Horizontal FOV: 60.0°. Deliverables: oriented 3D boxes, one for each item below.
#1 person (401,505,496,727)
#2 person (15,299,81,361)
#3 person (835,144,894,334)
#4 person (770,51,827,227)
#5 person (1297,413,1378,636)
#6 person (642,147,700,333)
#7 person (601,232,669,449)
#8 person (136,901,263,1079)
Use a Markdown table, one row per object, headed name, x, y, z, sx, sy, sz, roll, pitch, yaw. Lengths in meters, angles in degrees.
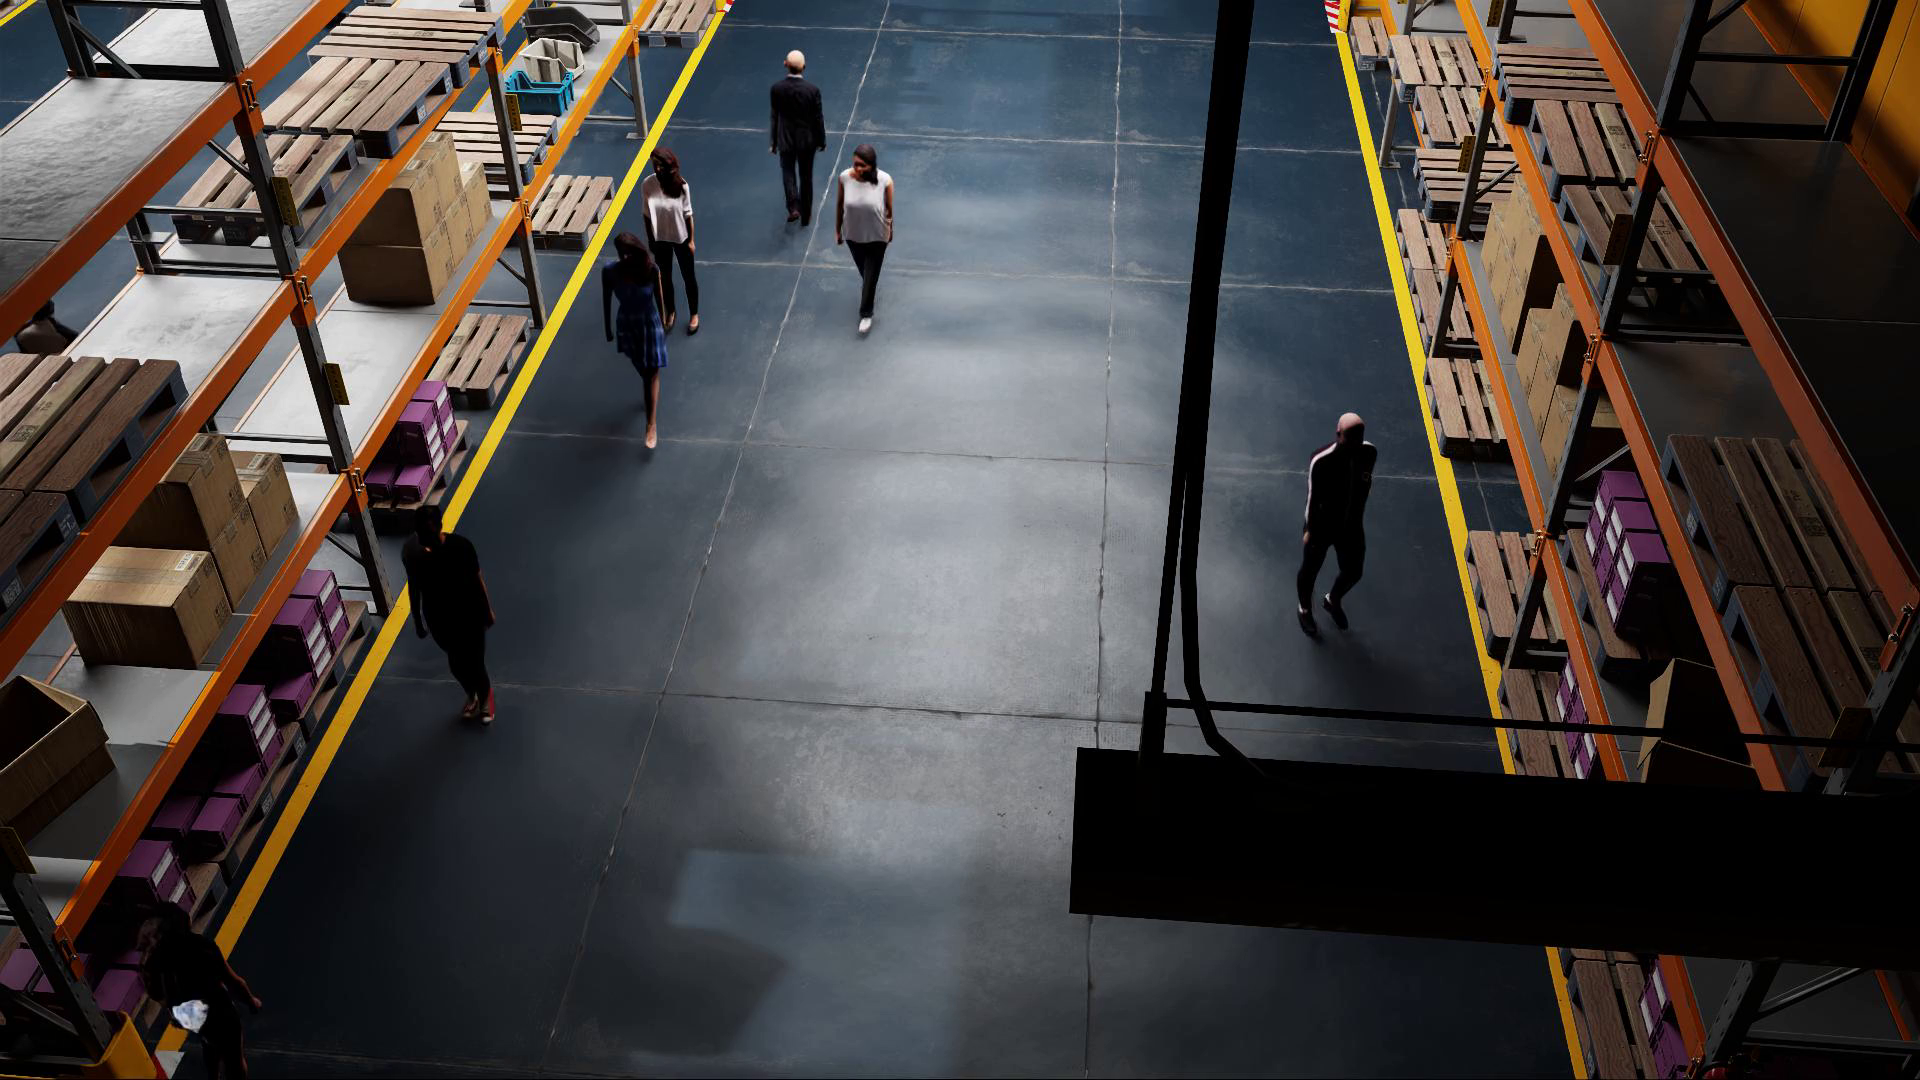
| name | x | y | z | sx | sy | sz | roll | pitch | yaw |
| --- | --- | --- | --- | --- | --- | --- | --- | --- | --- |
| person | -3.287 | 0.436 | 10.881 | 0.651 | 1.745 | 0.618 | 1 | 39 | 1 |
| person | -6.765 | -1.082 | 12.665 | 0.696 | 1.891 | 0.601 | 7 | 39 | 9 |
| person | -0.828 | -2.799 | 15.007 | 0.787 | 1.651 | 1.137 | 9 | 39 | 11 |
| person | -1.596 | -3.859 | 16.224 | 0.745 | 1.788 | 0.751 | -1 | 39 | -2 |
| person | 2.551 | -0.162 | 11.563 | 0.760 | 1.829 | 0.730 | -9 | 39 | -11 |
| person | -2.541 | -2.657 | 14.715 | 0.601 | 1.793 | 0.528 | 1 | 39 | 1 |
| person | -2.617 | -1.716 | 13.570 | 0.750 | 1.752 | 1.197 | -2 | 39 | -3 |
| person | -3.848 | 2.473 | 8.436 | 0.580 | 1.614 | 0.614 | 5 | 39 | 7 |
